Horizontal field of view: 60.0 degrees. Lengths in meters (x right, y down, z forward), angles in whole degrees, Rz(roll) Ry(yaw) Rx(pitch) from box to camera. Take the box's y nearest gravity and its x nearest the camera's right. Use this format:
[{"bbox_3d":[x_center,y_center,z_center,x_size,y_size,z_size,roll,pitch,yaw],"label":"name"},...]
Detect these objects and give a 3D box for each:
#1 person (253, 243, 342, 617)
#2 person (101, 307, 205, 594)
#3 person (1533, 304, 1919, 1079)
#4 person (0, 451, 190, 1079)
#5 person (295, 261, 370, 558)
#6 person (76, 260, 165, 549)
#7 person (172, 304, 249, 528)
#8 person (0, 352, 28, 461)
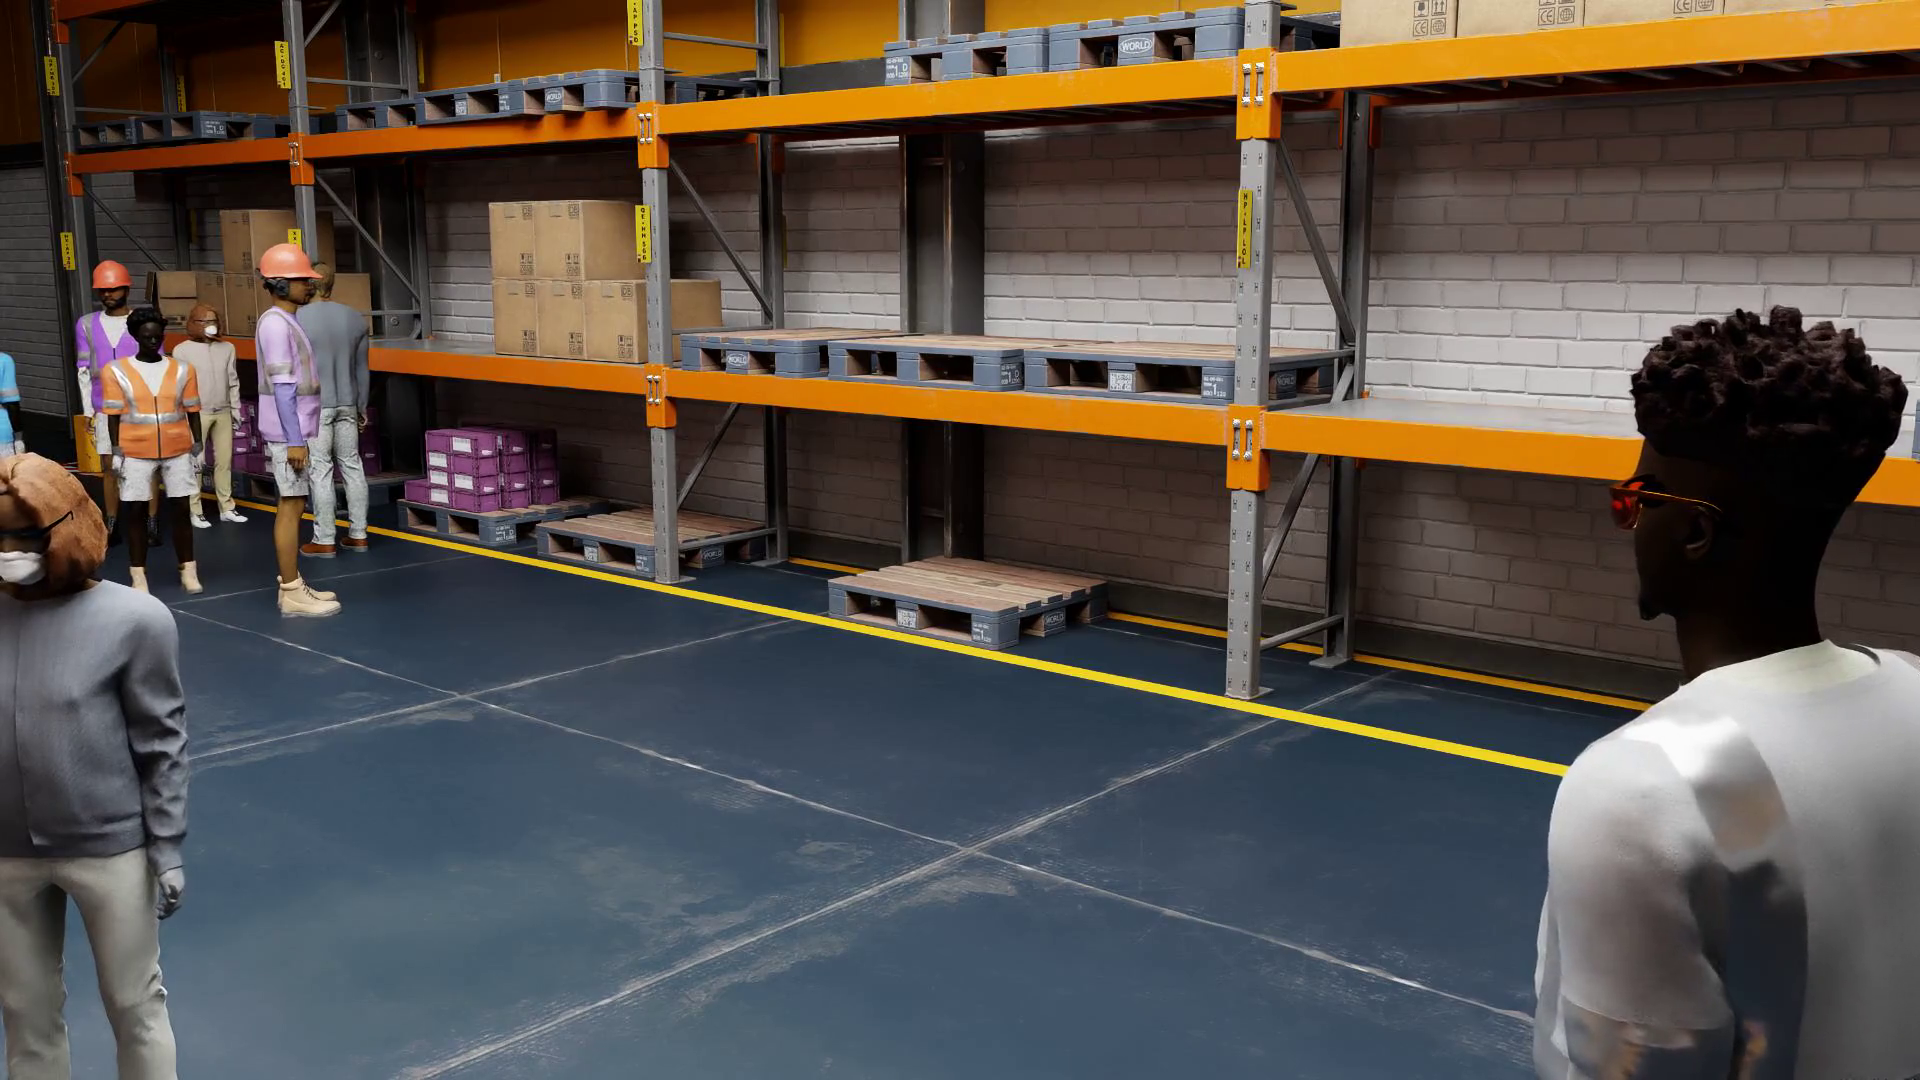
[{"bbox_3d":[-3.666,-0.599,9.182,0.379,2.045,0.605,-4,11,-21],"label":"person"},{"bbox_3d":[-4.662,-0.501,9.648,0.535,1.690,0.319,-7,12,-36],"label":"person"},{"bbox_3d":[0.783,0.745,1.747,0.600,1.966,0.368,-6,12,-33],"label":"person"},{"bbox_3d":[-1.799,0.633,3.336,0.499,1.633,0.282,-1,10,-4],"label":"person"},{"bbox_3d":[-4.155,-0.852,10.919,0.358,1.938,0.636,7,12,33],"label":"person"},{"bbox_3d":[-5.639,-0.903,11.215,0.545,1.939,0.373,-2,10,-12],"label":"person"},{"bbox_3d":[-5.469,-0.903,12.116,0.284,1.625,0.492,6,12,32],"label":"person"},{"bbox_3d":[-6.005,-0.610,10.234,0.540,1.695,0.318,1,10,5],"label":"person"}]
